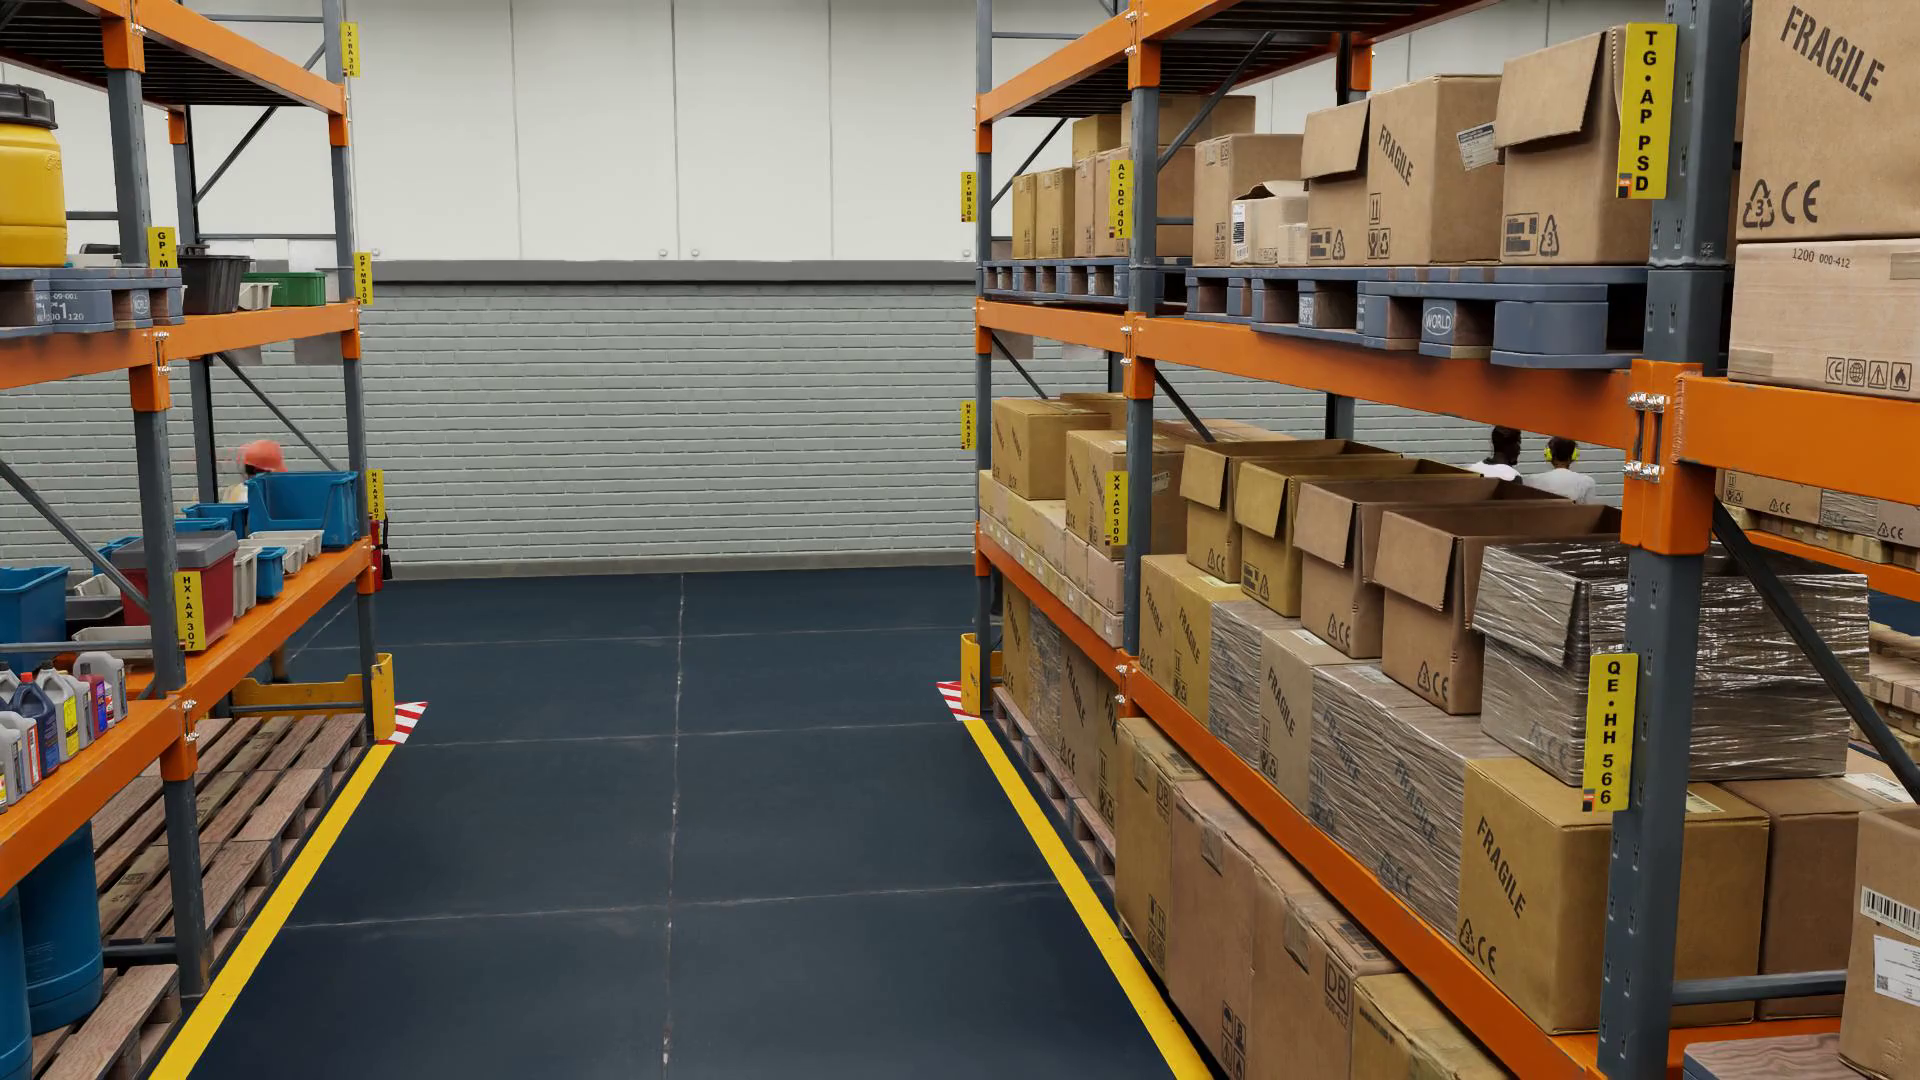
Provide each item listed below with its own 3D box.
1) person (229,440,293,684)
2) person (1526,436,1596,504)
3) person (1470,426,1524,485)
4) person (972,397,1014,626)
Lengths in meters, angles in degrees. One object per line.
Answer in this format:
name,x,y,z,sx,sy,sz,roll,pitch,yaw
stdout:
person,-4.735,0.259,11.371,0.777,1.886,0.587,-5,10,-27
person,4.514,0.109,12.502,0.582,1.834,0.819,3,10,17
person,3.992,0.068,12.529,0.426,1.902,0.601,-3,10,-17
person,0.497,-0.222,14.074,0.720,1.971,0.624,0,9,-3
